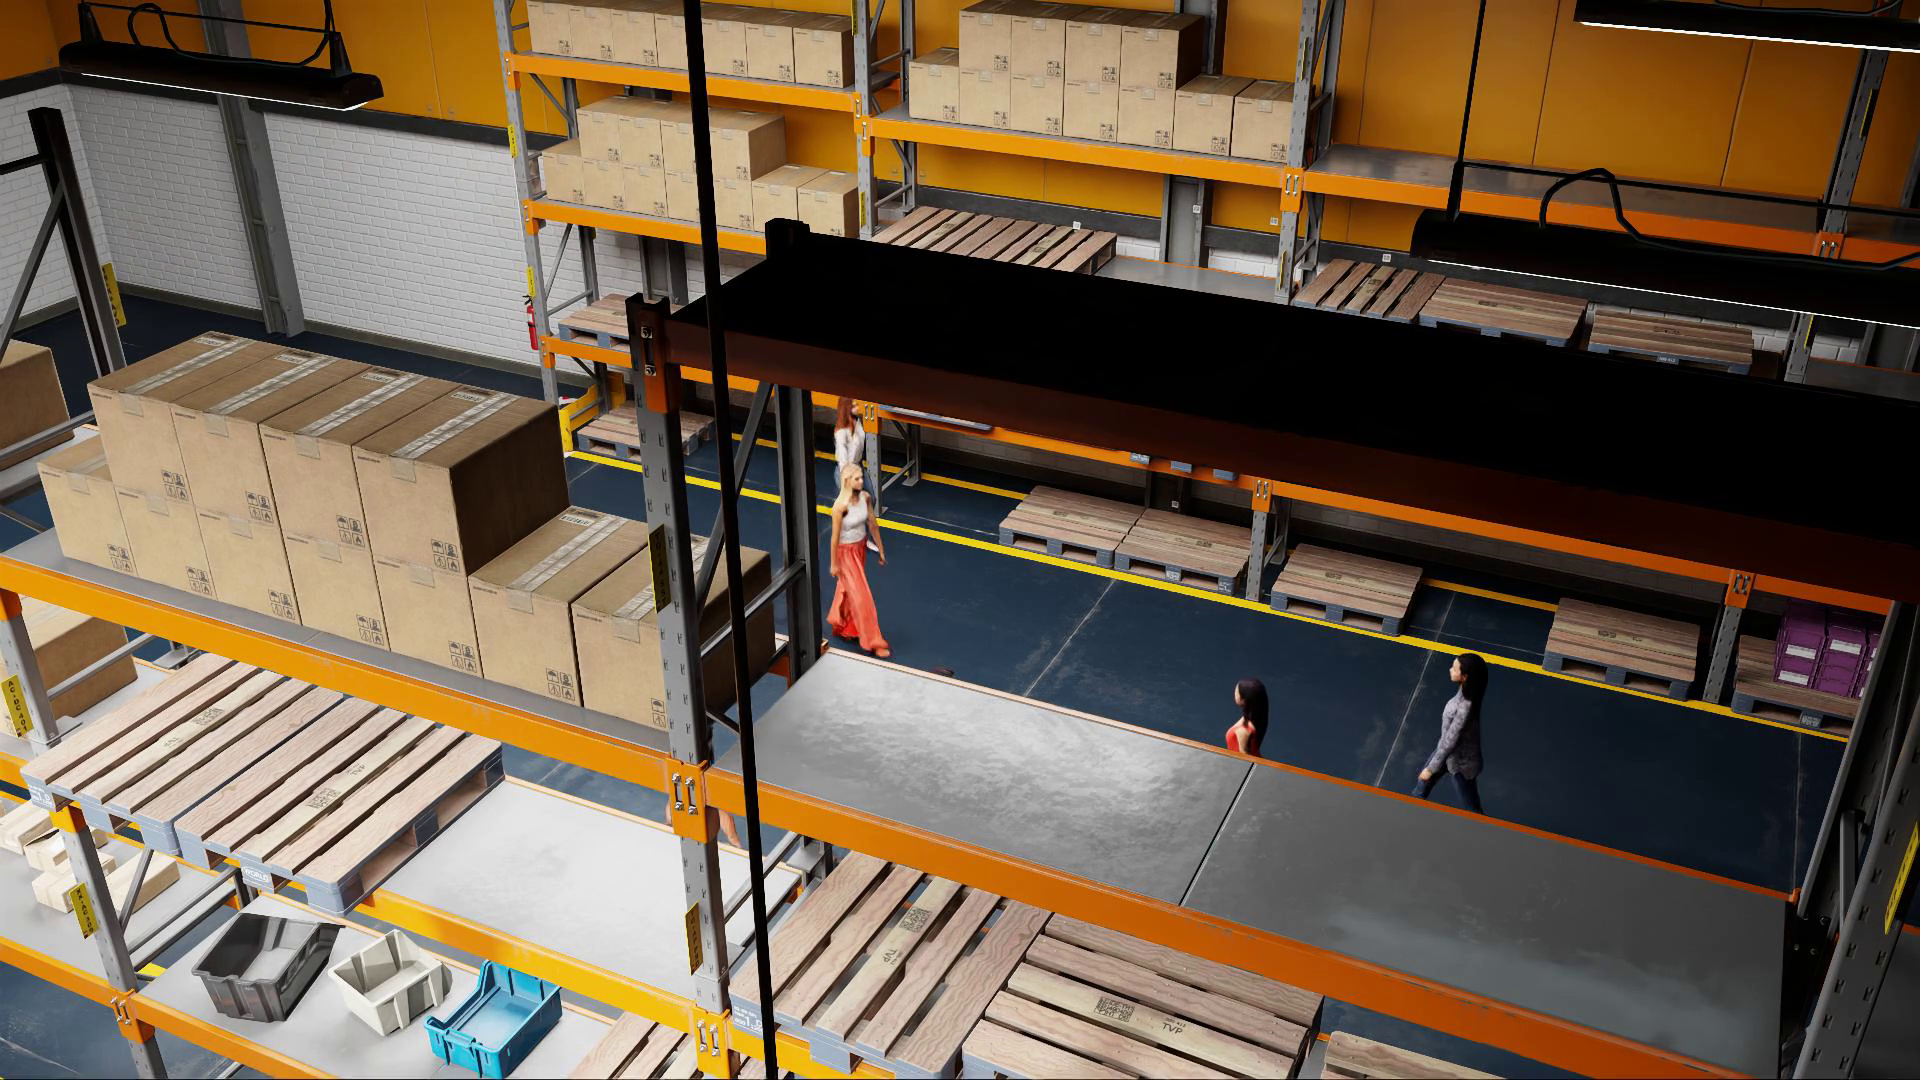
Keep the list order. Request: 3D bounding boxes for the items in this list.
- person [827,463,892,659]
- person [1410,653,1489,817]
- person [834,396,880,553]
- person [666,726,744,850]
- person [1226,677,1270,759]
[{"bbox_3d":[-1.023,0.128,14.525,1.112,1.775,0.791,20,34,32],"label":"person"},{"bbox_3d":[3.664,1.607,11.911,1.166,1.682,0.723,9,30,15],"label":"person"},{"bbox_3d":[-1.137,-0.653,16.021,0.705,1.713,0.616,14,31,23],"label":"person"},{"bbox_3d":[-1.988,1.668,11.883,1.030,1.601,0.694,19,34,30],"label":"person"},{"bbox_3d":[2.006,1.700,11.702,0.496,1.719,0.590,13,31,23],"label":"person"}]
